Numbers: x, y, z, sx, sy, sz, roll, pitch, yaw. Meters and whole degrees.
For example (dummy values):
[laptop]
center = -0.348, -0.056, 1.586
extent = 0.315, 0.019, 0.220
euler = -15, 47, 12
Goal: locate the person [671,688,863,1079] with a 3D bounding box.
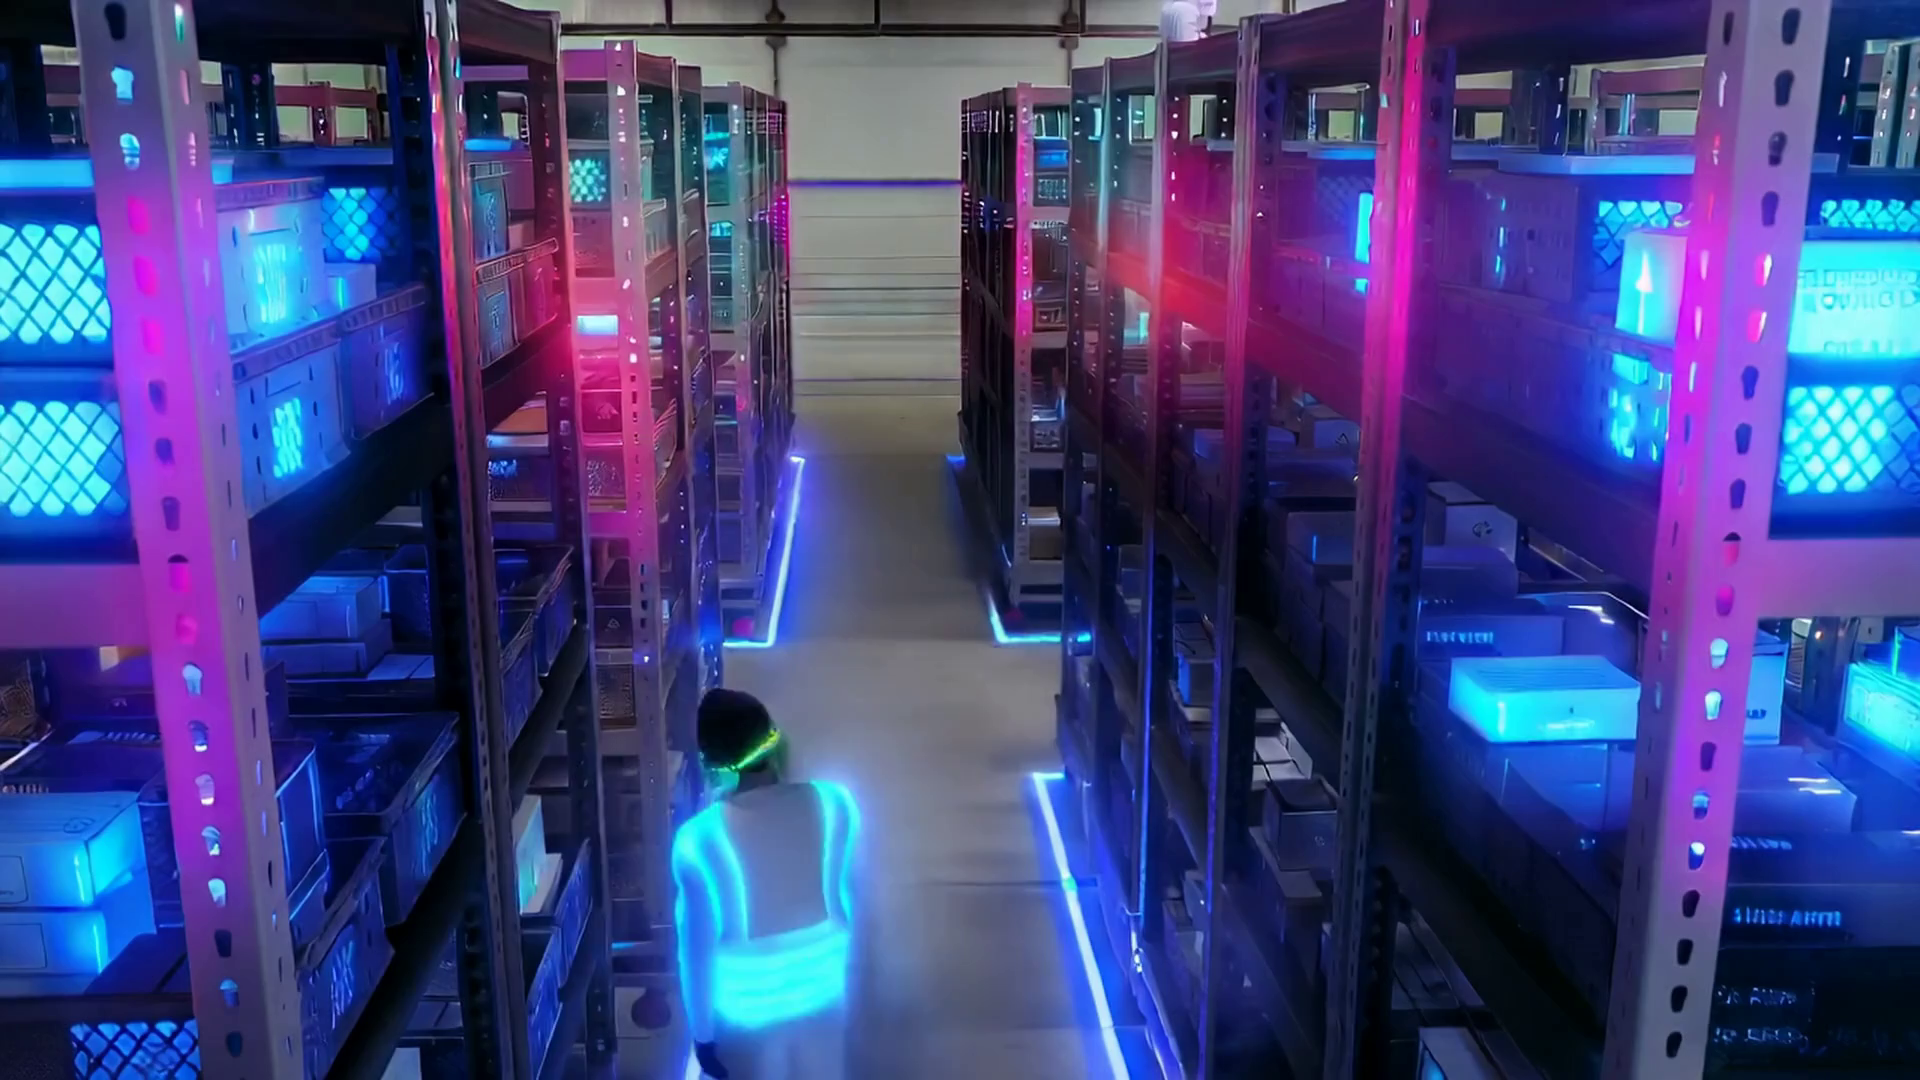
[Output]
[person]
center = -0.568, 1.277, 4.943
extent = 0.608, 1.766, 0.948
euler = -6, 15, -22
